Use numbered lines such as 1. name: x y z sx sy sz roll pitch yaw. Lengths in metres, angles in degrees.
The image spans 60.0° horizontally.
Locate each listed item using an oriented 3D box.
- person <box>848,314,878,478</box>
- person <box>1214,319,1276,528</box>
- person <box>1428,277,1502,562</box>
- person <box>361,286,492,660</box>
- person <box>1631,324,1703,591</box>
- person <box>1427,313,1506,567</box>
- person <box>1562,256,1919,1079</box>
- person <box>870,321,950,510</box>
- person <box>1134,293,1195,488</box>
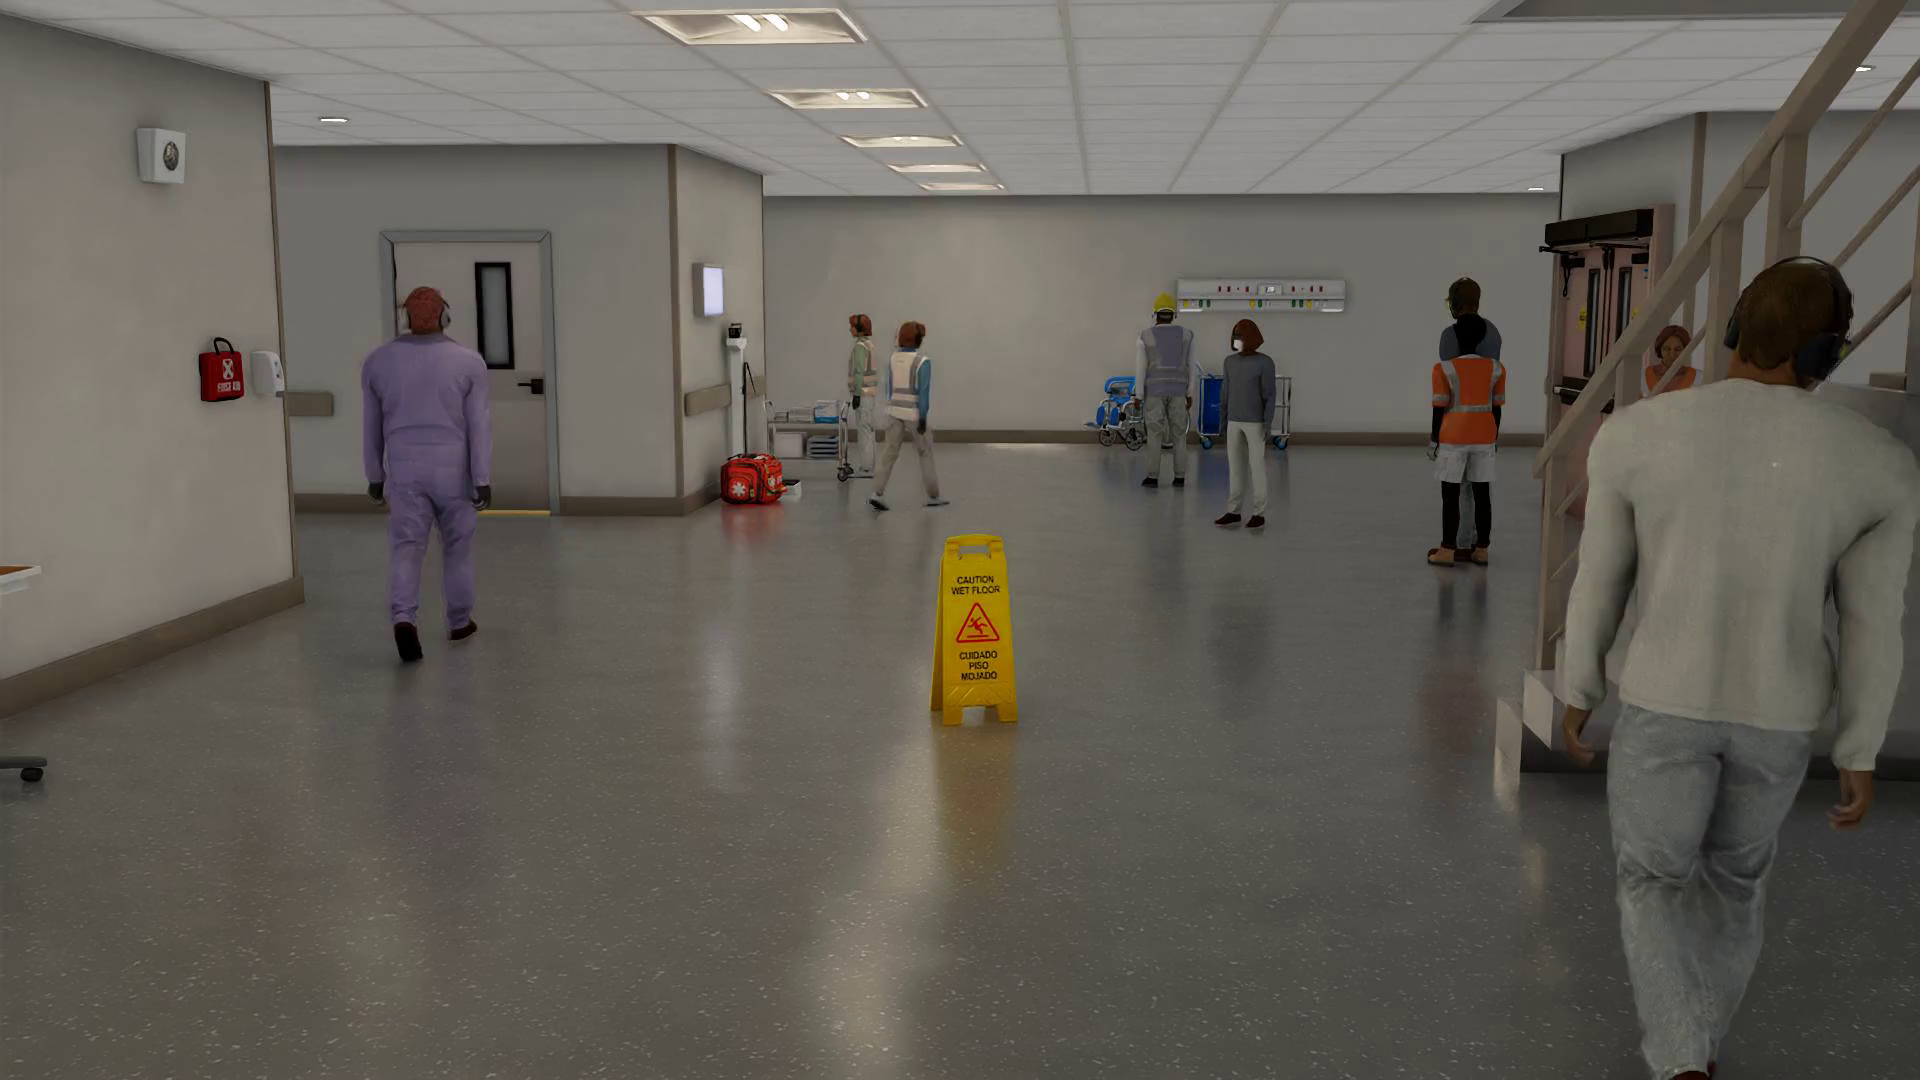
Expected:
1. person: -0.967 -1.431 16.590 0.310 1.631 0.507 1 8 5
2. person: 2.231 -0.906 13.005 0.271 1.631 0.507 -8 11 -42
3. person: 3.452 -0.817 11.367 0.635 1.936 0.352 -8 12 -44
4. person: -2.705 -0.355 8.452 0.656 1.865 0.931 -1 8 -4
5. person: 4.303 -0.491 10.165 0.511 1.640 0.308 3 9 21
6. person: 3.373 -0.659 11.108 0.535 1.697 0.318 -2 9 -11
7. person: 1.600 0.366 3.472 0.644 1.896 0.862 3 9 18
8. person: -0.464 -1.055 14.128 0.526 1.598 0.848 7 11 40
9. person: 1.926 -1.403 15.703 0.586 1.835 0.404 -1 8 -9
